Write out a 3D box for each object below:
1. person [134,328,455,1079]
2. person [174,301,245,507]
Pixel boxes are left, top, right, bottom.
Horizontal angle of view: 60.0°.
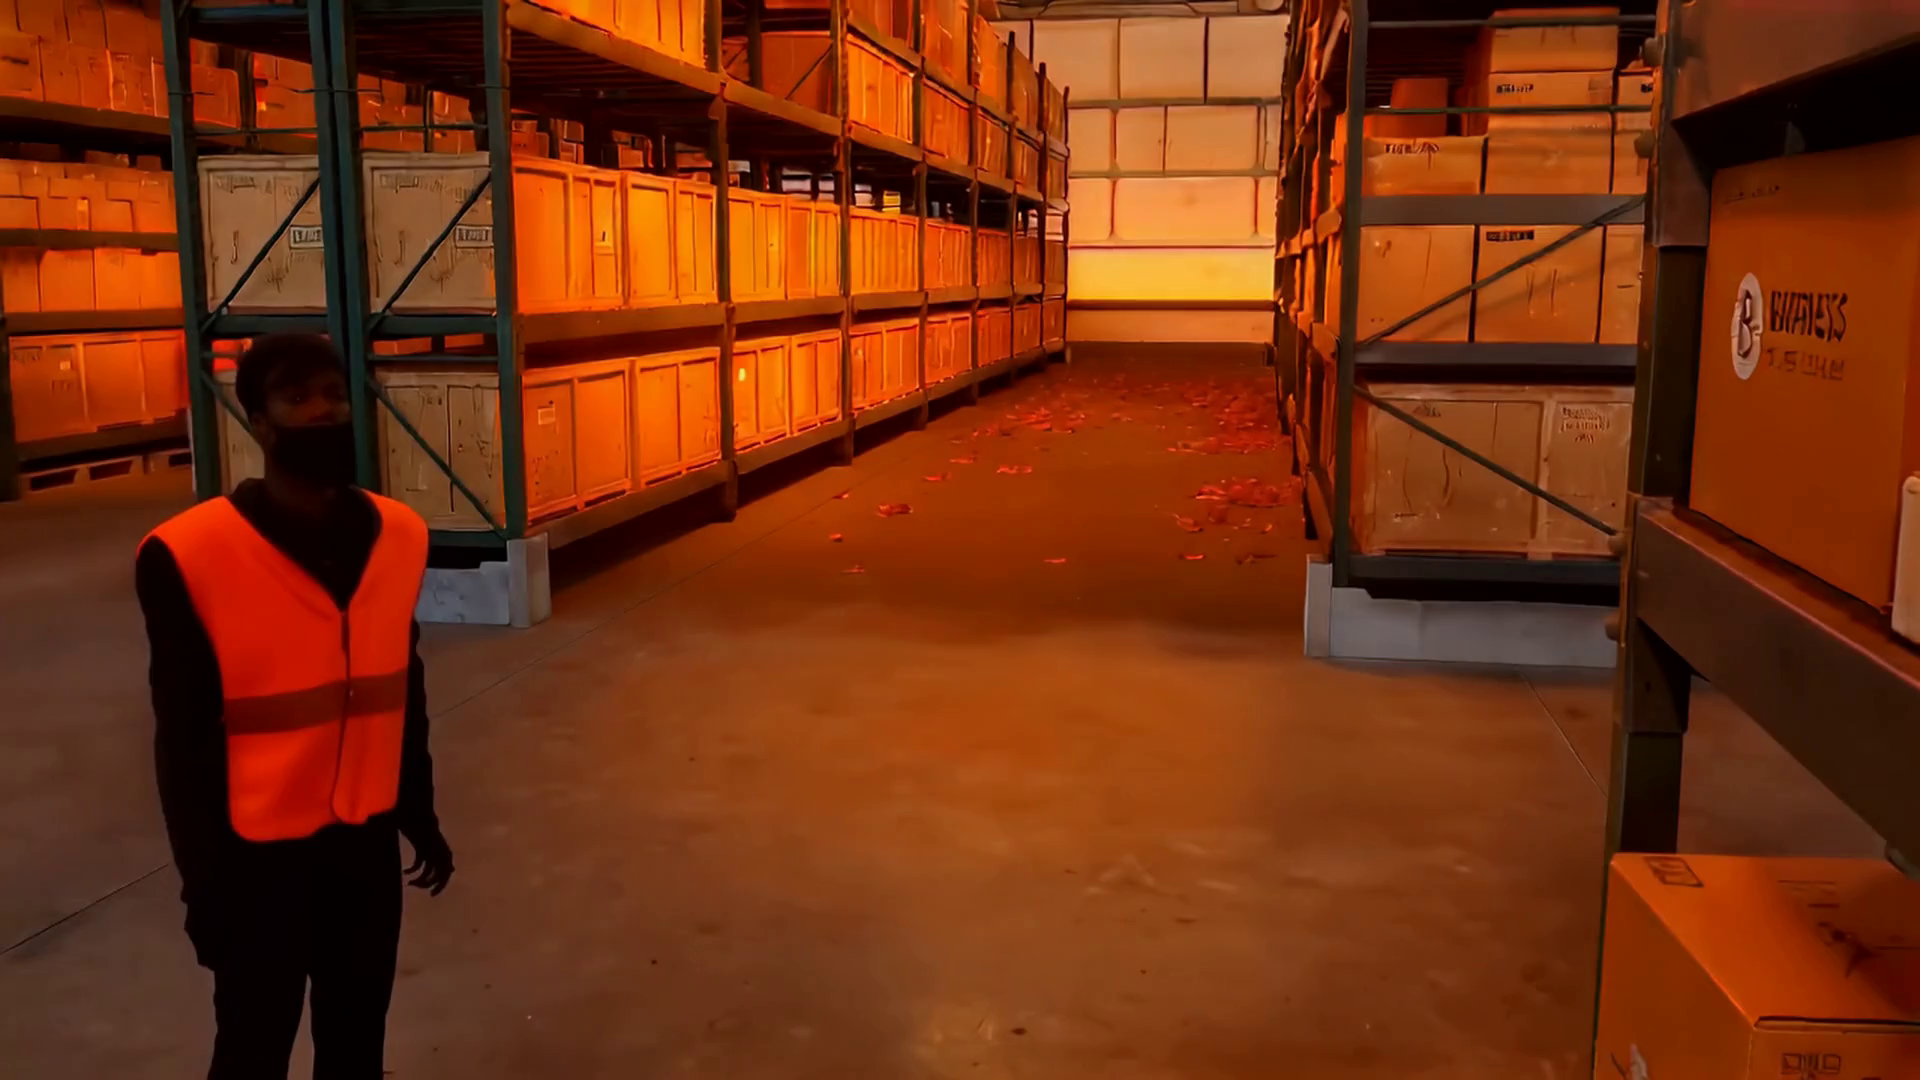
[{"bbox_3d":[-1.241,0.562,3.176,0.398,1.920,0.588,6,11,31],"label":"person"},{"bbox_3d":[-6.376,-1.178,14.300,0.454,1.828,0.803,5,10,29],"label":"person"}]
